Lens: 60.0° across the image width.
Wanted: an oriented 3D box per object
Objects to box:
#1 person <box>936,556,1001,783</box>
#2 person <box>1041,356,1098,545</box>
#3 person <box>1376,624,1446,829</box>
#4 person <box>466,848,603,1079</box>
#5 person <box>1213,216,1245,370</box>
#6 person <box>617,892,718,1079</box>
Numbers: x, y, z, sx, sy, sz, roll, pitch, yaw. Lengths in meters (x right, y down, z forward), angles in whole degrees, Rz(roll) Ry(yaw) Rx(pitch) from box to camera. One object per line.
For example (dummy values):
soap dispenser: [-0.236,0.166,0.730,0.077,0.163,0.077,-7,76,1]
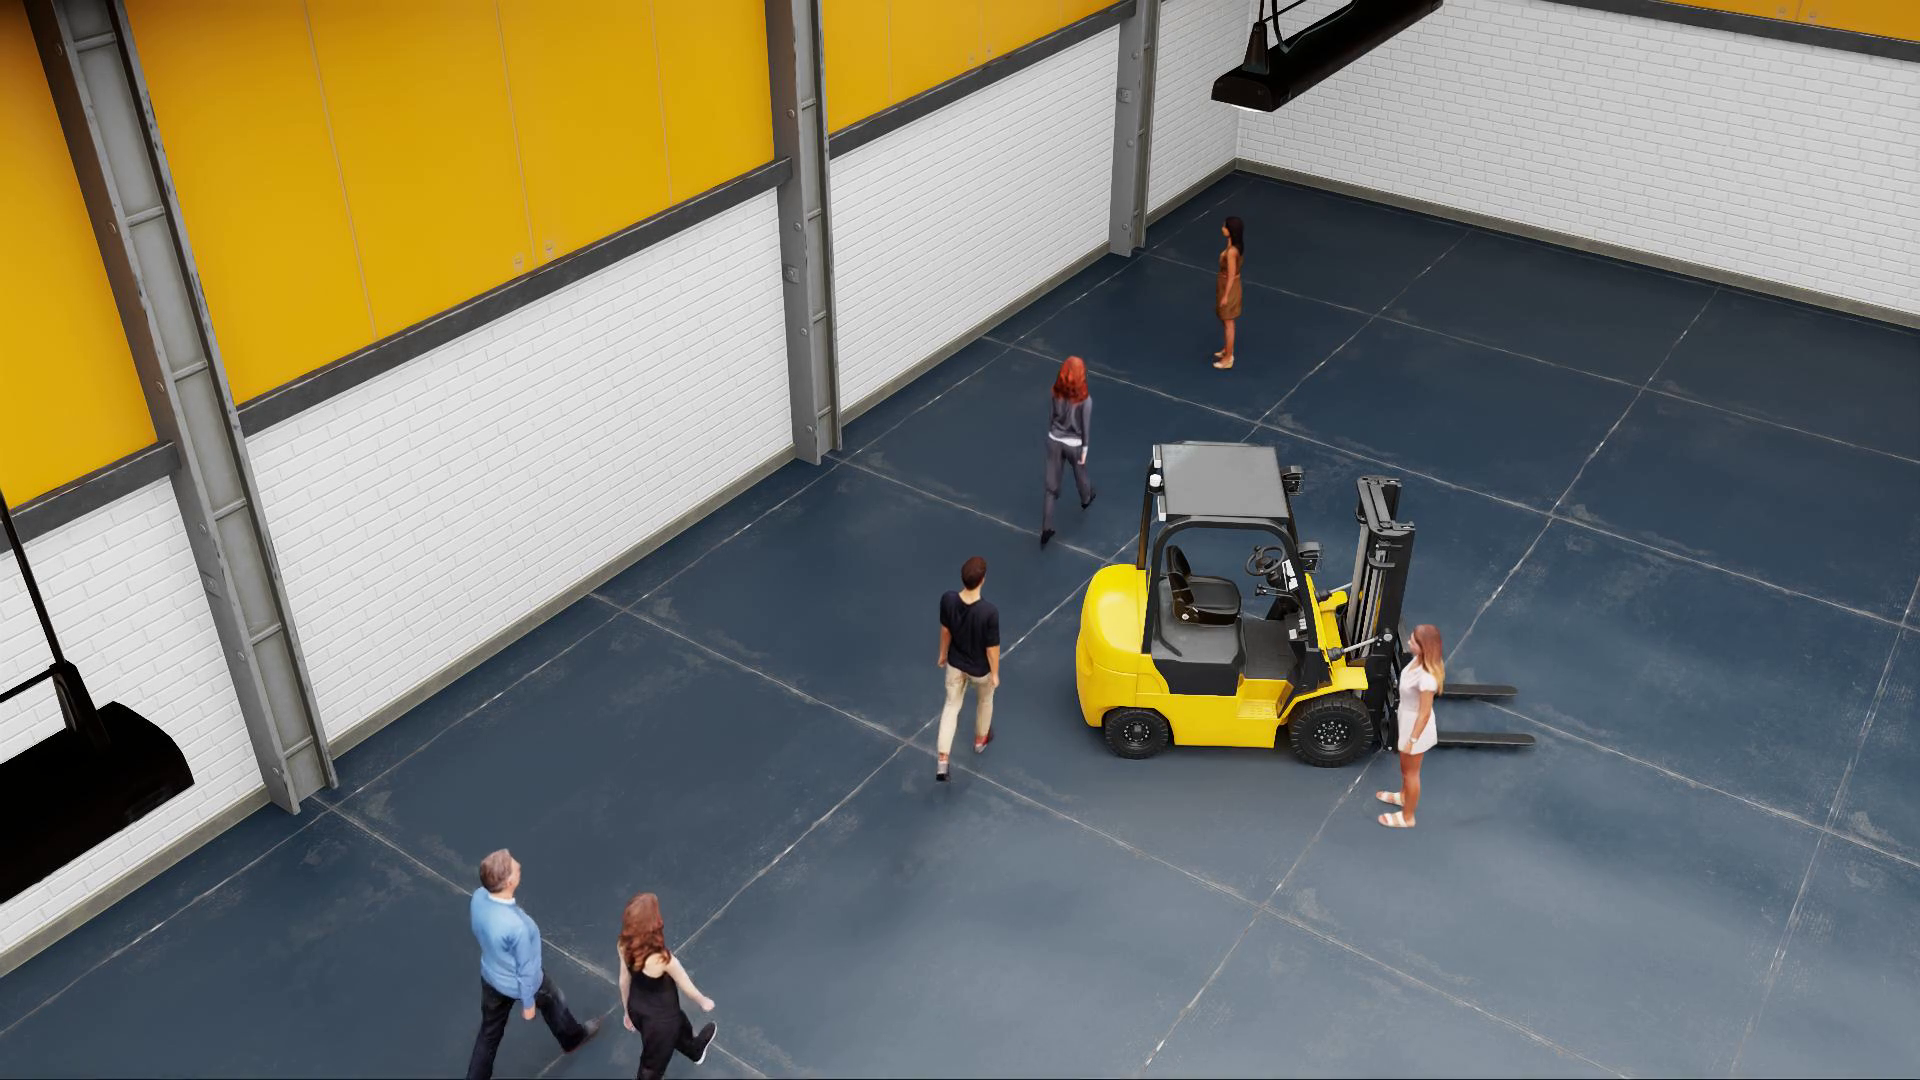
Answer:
person: [0.031,0.948,11.977,0.828,1.829,1.151,12,36,18]
person: [0.897,-0.752,14.633,0.728,1.720,1.194,15,36,21]
person: [3.175,1.285,11.591,0.705,1.695,0.596,7,34,10]
person: [-2.658,2.566,9.597,0.669,1.768,1.180,24,40,31]
person: [2.824,-2.602,17.447,0.699,1.687,0.574,6,34,9]
person: [-1.784,2.764,9.366,0.613,1.695,1.116,19,38,26]
